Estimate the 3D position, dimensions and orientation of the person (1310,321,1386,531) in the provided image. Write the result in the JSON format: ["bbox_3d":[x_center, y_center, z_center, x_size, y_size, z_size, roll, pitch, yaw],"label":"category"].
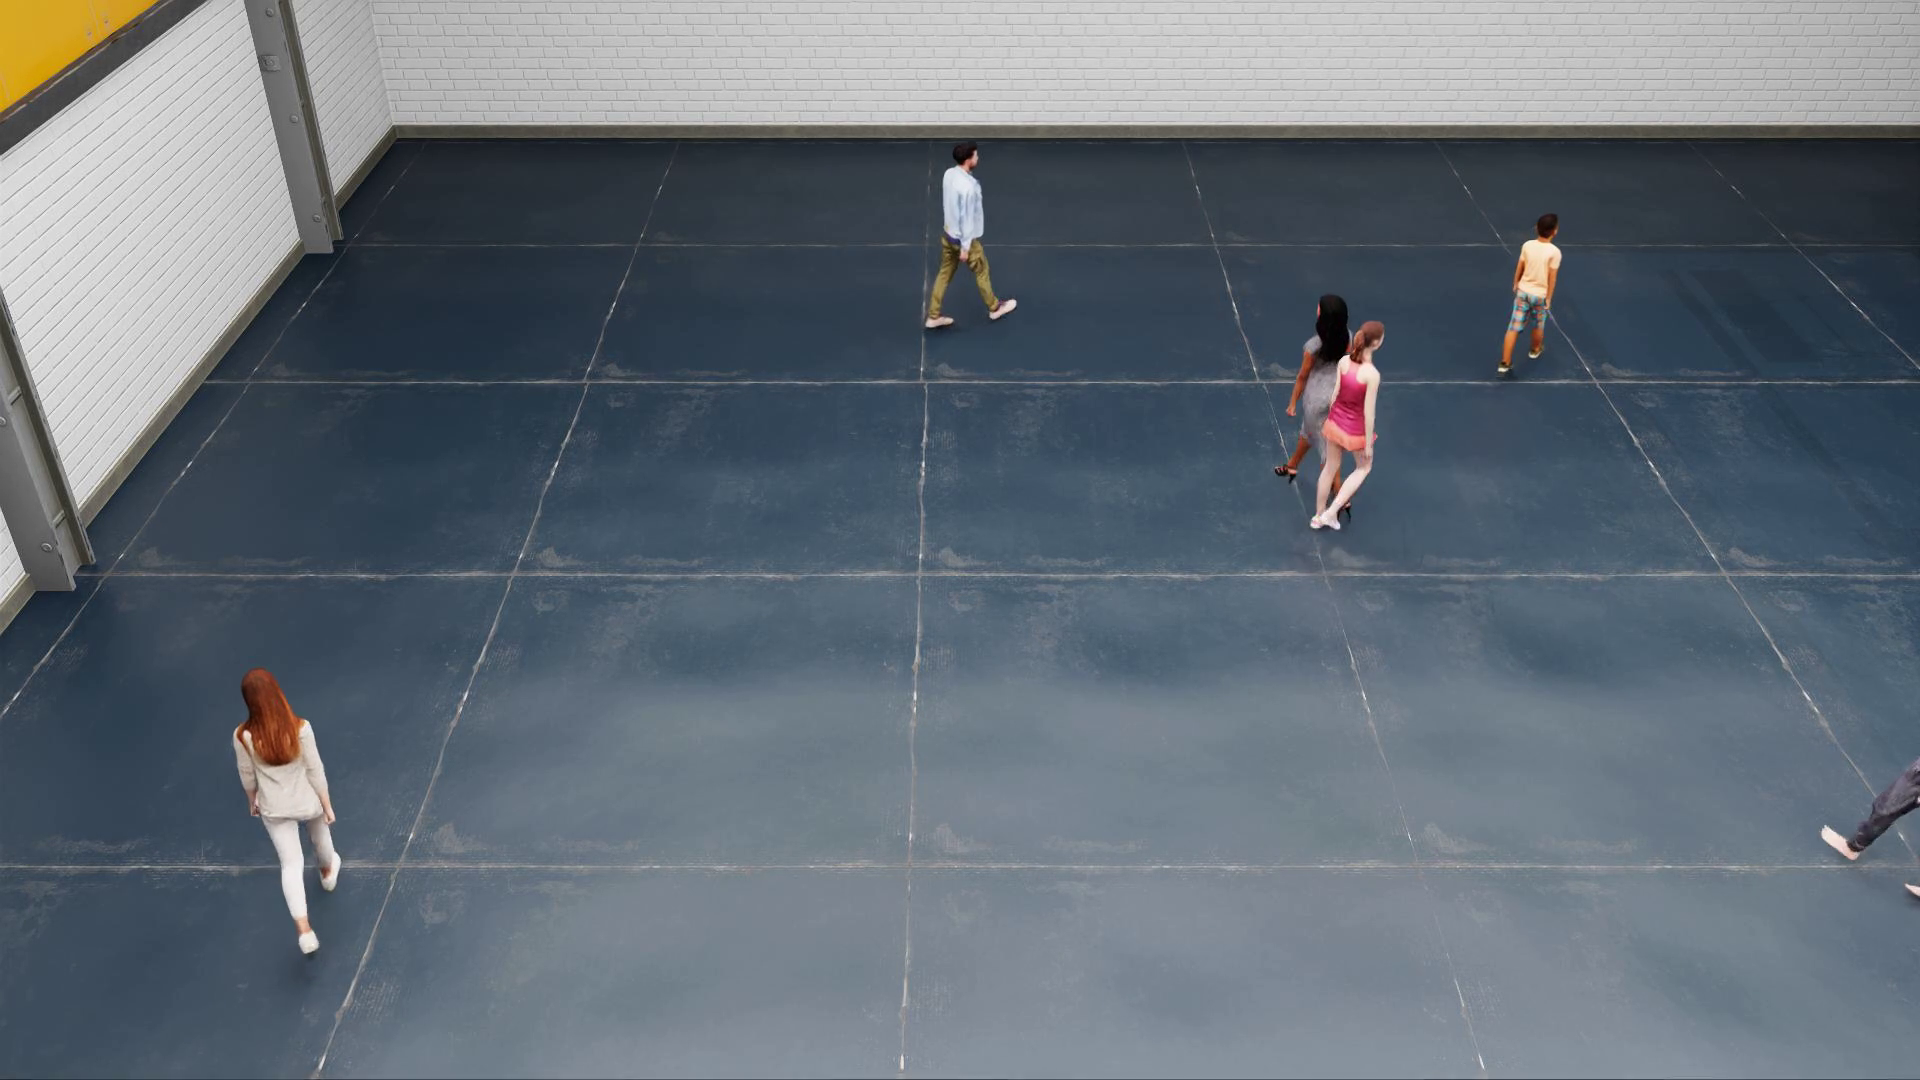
[{"bbox_3d":[2.824,-0.778,12.256,0.792,1.738,0.855,28,43,35],"label":"person"}]

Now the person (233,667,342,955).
[{"bbox_3d":[-3.584,1.478,8.916,0.788,1.677,1.186,-9,35,-13],"label":"person"}]

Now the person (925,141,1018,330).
[{"bbox_3d":[-0.071,-2.732,15.168,1.087,1.769,1.193,-16,37,-22],"label":"person"}]

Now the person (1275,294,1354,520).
[{"bbox_3d":[2.791,-0.956,12.530,1.005,1.731,1.196,-20,39,-28],"label":"person"}]

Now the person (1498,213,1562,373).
[{"bbox_3d":[4.982,-2.125,14.564,0.901,1.425,1.032,23,40,31],"label":"person"}]

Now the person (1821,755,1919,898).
[{"bbox_3d":[5.464,1.347,9.061,0.852,1.735,1.070,-14,36,-19],"label":"person"}]
